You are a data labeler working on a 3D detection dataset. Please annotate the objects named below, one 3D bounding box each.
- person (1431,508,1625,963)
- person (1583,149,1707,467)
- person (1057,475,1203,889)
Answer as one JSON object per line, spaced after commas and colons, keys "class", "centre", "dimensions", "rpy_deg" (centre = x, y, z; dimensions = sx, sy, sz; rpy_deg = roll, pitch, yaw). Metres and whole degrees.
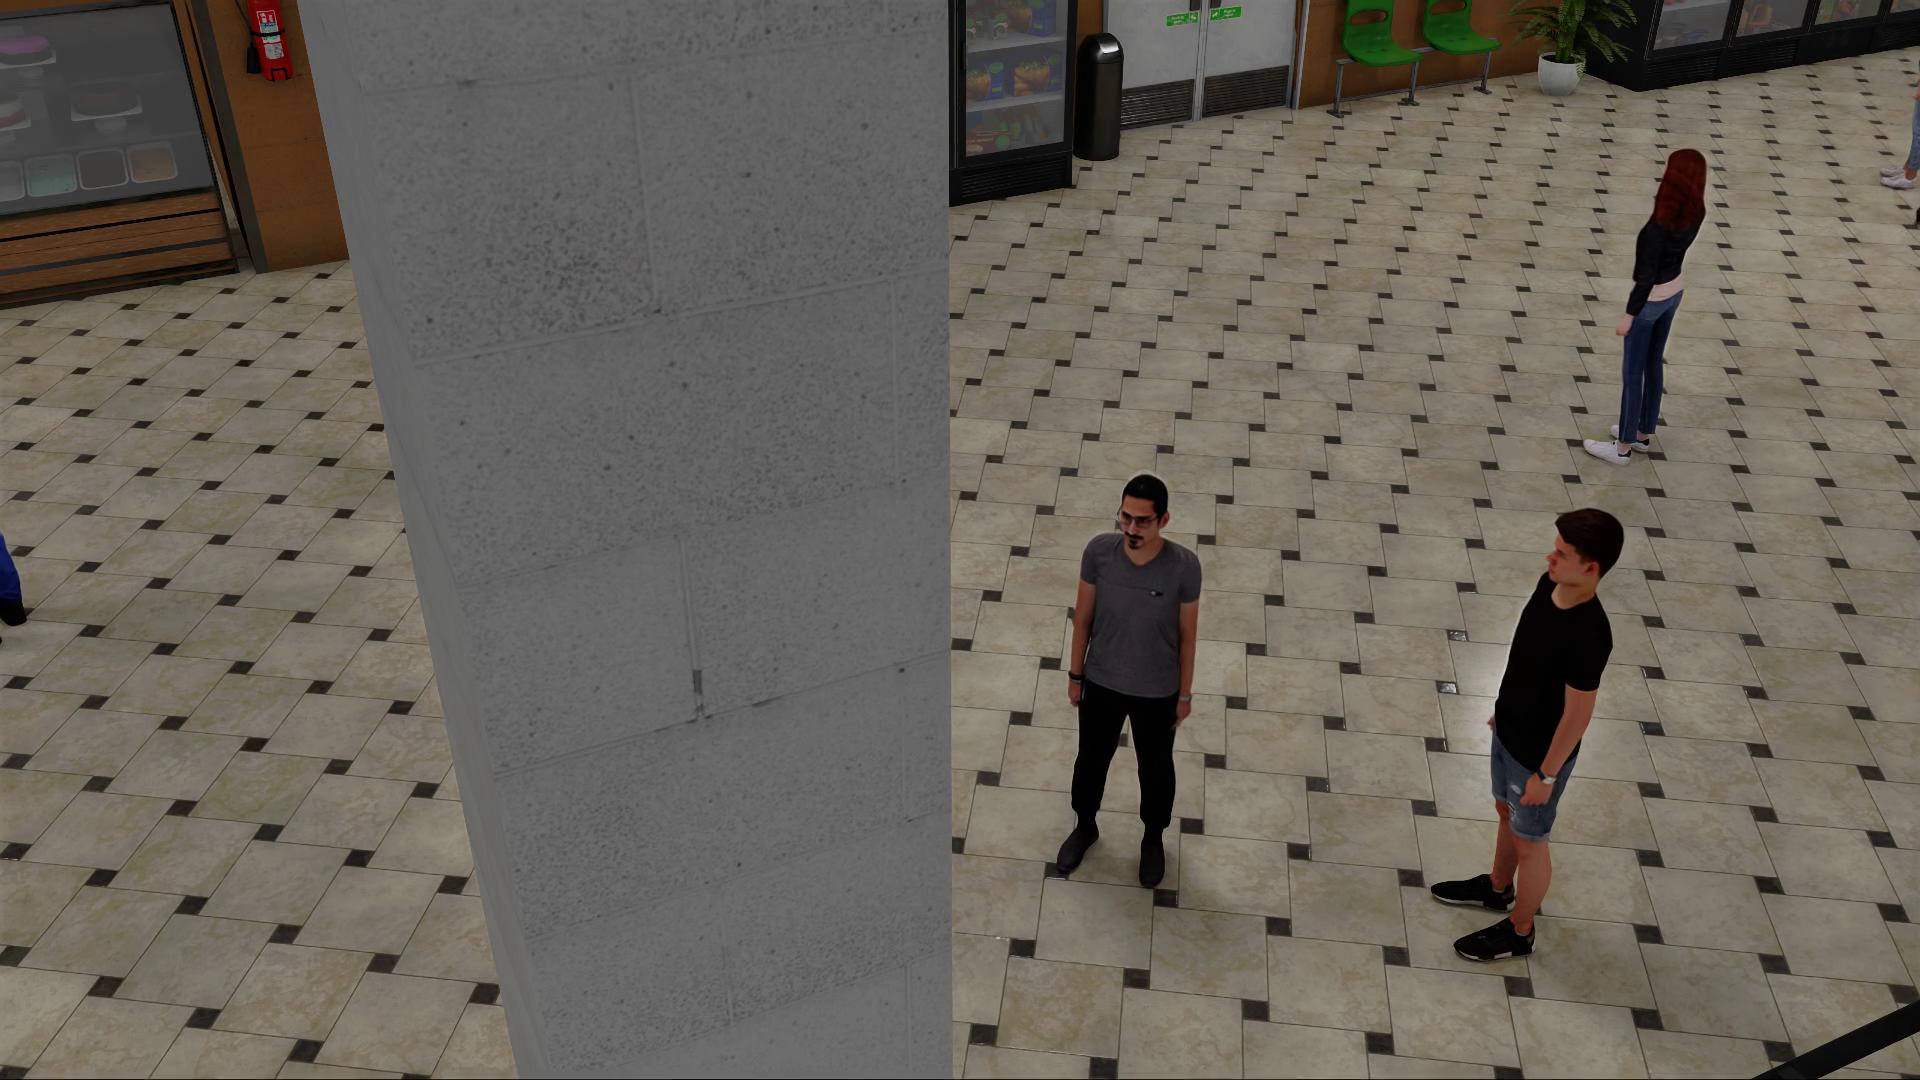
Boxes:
{"class": "person", "centre": [2.043, 0.719, 5.874], "dimensions": [0.789, 1.780, 0.640], "rpy_deg": [-1, 32, -2]}
{"class": "person", "centre": [3.762, -1.261, 9.049], "dimensions": [0.628, 1.787, 0.592], "rpy_deg": [-23, 39, -32]}
{"class": "person", "centre": [0.645, 0.520, 6.218], "dimensions": [0.695, 1.754, 0.740], "rpy_deg": [9, 33, 14]}
